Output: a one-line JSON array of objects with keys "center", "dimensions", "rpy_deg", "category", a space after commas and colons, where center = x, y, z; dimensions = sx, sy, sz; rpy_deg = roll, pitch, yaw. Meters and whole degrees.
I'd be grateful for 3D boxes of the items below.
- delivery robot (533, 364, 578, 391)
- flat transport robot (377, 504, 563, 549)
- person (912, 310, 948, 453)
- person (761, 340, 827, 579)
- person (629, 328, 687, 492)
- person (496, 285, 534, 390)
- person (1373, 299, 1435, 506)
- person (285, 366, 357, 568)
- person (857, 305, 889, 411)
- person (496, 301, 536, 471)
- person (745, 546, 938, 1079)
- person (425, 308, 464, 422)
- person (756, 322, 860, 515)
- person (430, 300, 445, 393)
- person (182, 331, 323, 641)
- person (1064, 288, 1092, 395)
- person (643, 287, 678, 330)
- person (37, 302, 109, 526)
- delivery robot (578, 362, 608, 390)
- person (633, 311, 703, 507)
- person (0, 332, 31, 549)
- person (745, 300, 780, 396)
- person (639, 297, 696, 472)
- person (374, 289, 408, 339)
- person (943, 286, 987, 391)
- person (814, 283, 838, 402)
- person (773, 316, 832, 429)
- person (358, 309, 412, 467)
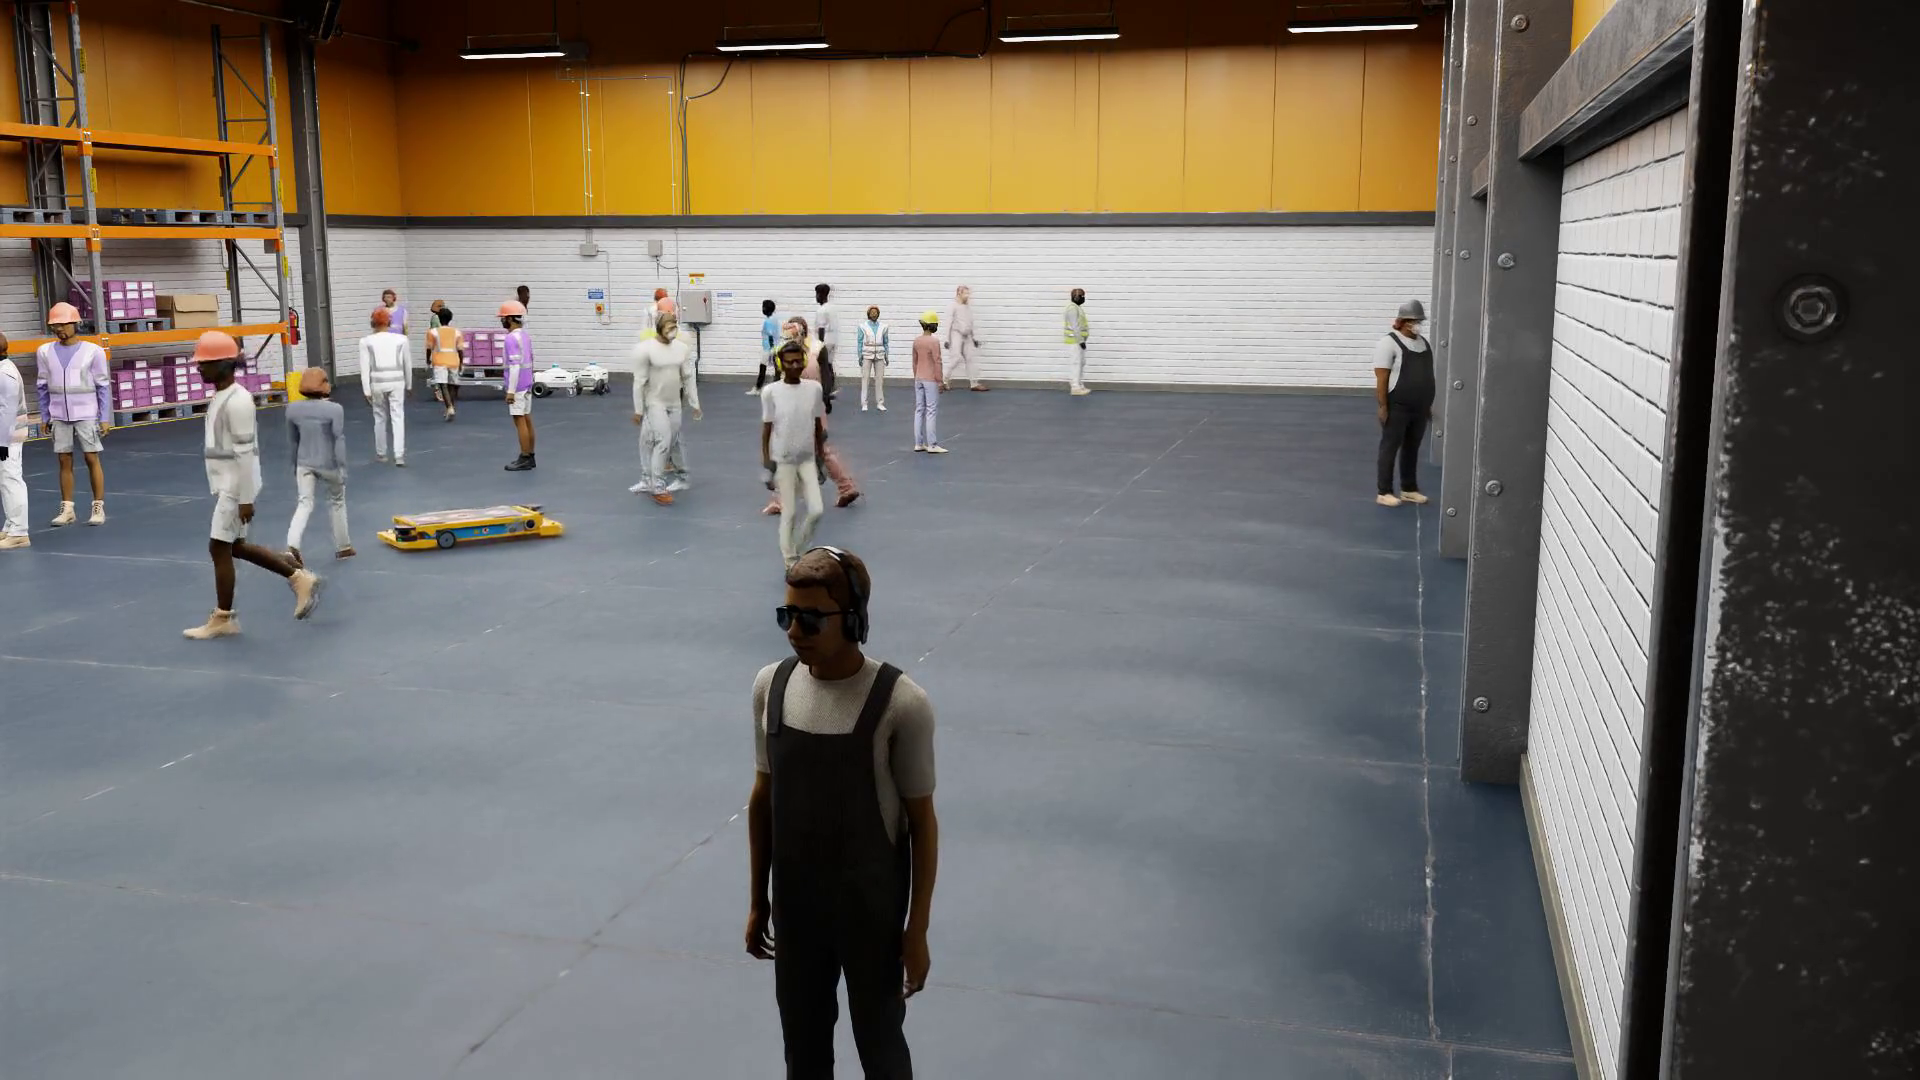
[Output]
[{"center": [-6.853, -2.741, 28.209], "dimensions": [0.707, 0.478, 0.477], "rpy_deg": [0, 10, 1], "category": "delivery robot"}, {"center": [-4.260, -0.126, 14.472], "dimensions": [1.431, 0.197, 0.652], "rpy_deg": [-7, 12, -35], "category": "flat transport robot"}, {"center": [-0.383, -1.958, 20.610], "dimensions": [0.315, 1.770, 0.524], "rpy_deg": [-8, 13, -39], "category": "person"}, {"center": [-1.235, -0.578, 12.557], "dimensions": [0.549, 1.851, 0.404], "rpy_deg": [-5, 11, -25], "category": "person"}, {"center": [-3.141, -1.336, 17.231], "dimensions": [0.736, 1.701, 0.499], "rpy_deg": [-9, 14, -42], "category": "person"}, {"center": [-7.889, -3.588, 29.551], "dimensions": [0.822, 1.884, 0.615], "rpy_deg": [0, 10, 1], "category": "person"}, {"center": [4.439, -1.362, 16.463], "dimensions": [0.686, 2.000, 0.537], "rpy_deg": [-6, 12, -31], "category": "person"}, {"center": [-5.176, -0.585, 13.327], "dimensions": [0.511, 1.604, 0.805], "rpy_deg": [1, 10, 6], "category": "person"}, {"center": [-1.352, -2.826, 25.887], "dimensions": [0.514, 1.641, 0.307], "rpy_deg": [-3, 11, -18], "category": "person"}, {"center": [-5.075, -1.757, 18.992], "dimensions": [0.379, 1.937, 0.547], "rpy_deg": [1, 10, 3], "category": "person"}, {"center": [-0.301, 0.918, 4.104], "dimensions": [0.517, 1.843, 0.325], "rpy_deg": [5, 11, 26], "category": "person"}, {"center": [-7.520, -2.571, 24.382], "dimensions": [0.535, 1.662, 0.833], "rpy_deg": [-7, 12, -36], "category": "person"}, {"center": [-1.442, -1.157, 15.939], "dimensions": [1.044, 1.861, 0.657], "rpy_deg": [-3, 10, -15], "category": "person"}, {"center": [-9.030, -3.360, 28.926], "dimensions": [0.285, 1.633, 0.499], "rpy_deg": [-8, 13, -40], "category": "person"}, {"center": [-4.682, -0.363, 10.901], "dimensions": [0.838, 2.018, 0.613], "rpy_deg": [-6, 12, -32], "category": "person"}, {"center": [2.024, -3.419, 28.705], "dimensions": [0.447, 1.838, 0.640], "rpy_deg": [2, 10, 12], "category": "person"}, {"center": [-5.043, -3.317, 28.017], "dimensions": [0.620, 1.871, 0.437], "rpy_deg": [0, 10, -2], "category": "person"}, {"center": [-8.089, -1.138, 15.182], "dimensions": [0.605, 2.045, 0.383], "rpy_deg": [-1, 10, -6], "category": "person"}, {"center": [-6.354, -2.843, 28.789], "dimensions": [0.477, 0.478, 0.707], "rpy_deg": [1, 10, 5], "category": "delivery robot"}, {"center": [-2.896, -1.307, 16.483], "dimensions": [0.624, 1.912, 0.641], "rpy_deg": [8, 13, 38], "category": "person"}, {"center": [-8.156, -0.852, 14.139], "dimensions": [0.429, 1.844, 0.626], "rpy_deg": [-7, 12, -33], "category": "person"}, {"center": [-3.207, -3.280, 28.432], "dimensions": [0.889, 1.654, 0.536], "rpy_deg": [1, 10, 7], "category": "person"}, {"center": [-3.302, -1.741, 18.772], "dimensions": [0.659, 1.976, 0.447], "rpy_deg": [-3, 11, -18], "category": "person"}, {"center": [-9.804, -3.423, 28.743], "dimensions": [0.577, 1.823, 0.562], "rpy_deg": [-1, 10, -4], "category": "person"}, {"center": [0.078, -3.546, 29.381], "dimensions": [0.851, 1.857, 0.688], "rpy_deg": [6, 12, 31], "category": "person"}, {"center": [-2.223, -3.234, 27.309], "dimensions": [0.419, 1.947, 0.610], "rpy_deg": [4, 11, 20], "category": "person"}, {"center": [-1.703, -1.513, 17.976], "dimensions": [0.642, 1.808, 0.540], "rpy_deg": [3, 10, 17], "category": "person"}, {"center": [-6.693, -1.777, 19.436], "dimensions": [0.581, 1.836, 1.002], "rpy_deg": [-4, 11, -21], "category": "person"}]
